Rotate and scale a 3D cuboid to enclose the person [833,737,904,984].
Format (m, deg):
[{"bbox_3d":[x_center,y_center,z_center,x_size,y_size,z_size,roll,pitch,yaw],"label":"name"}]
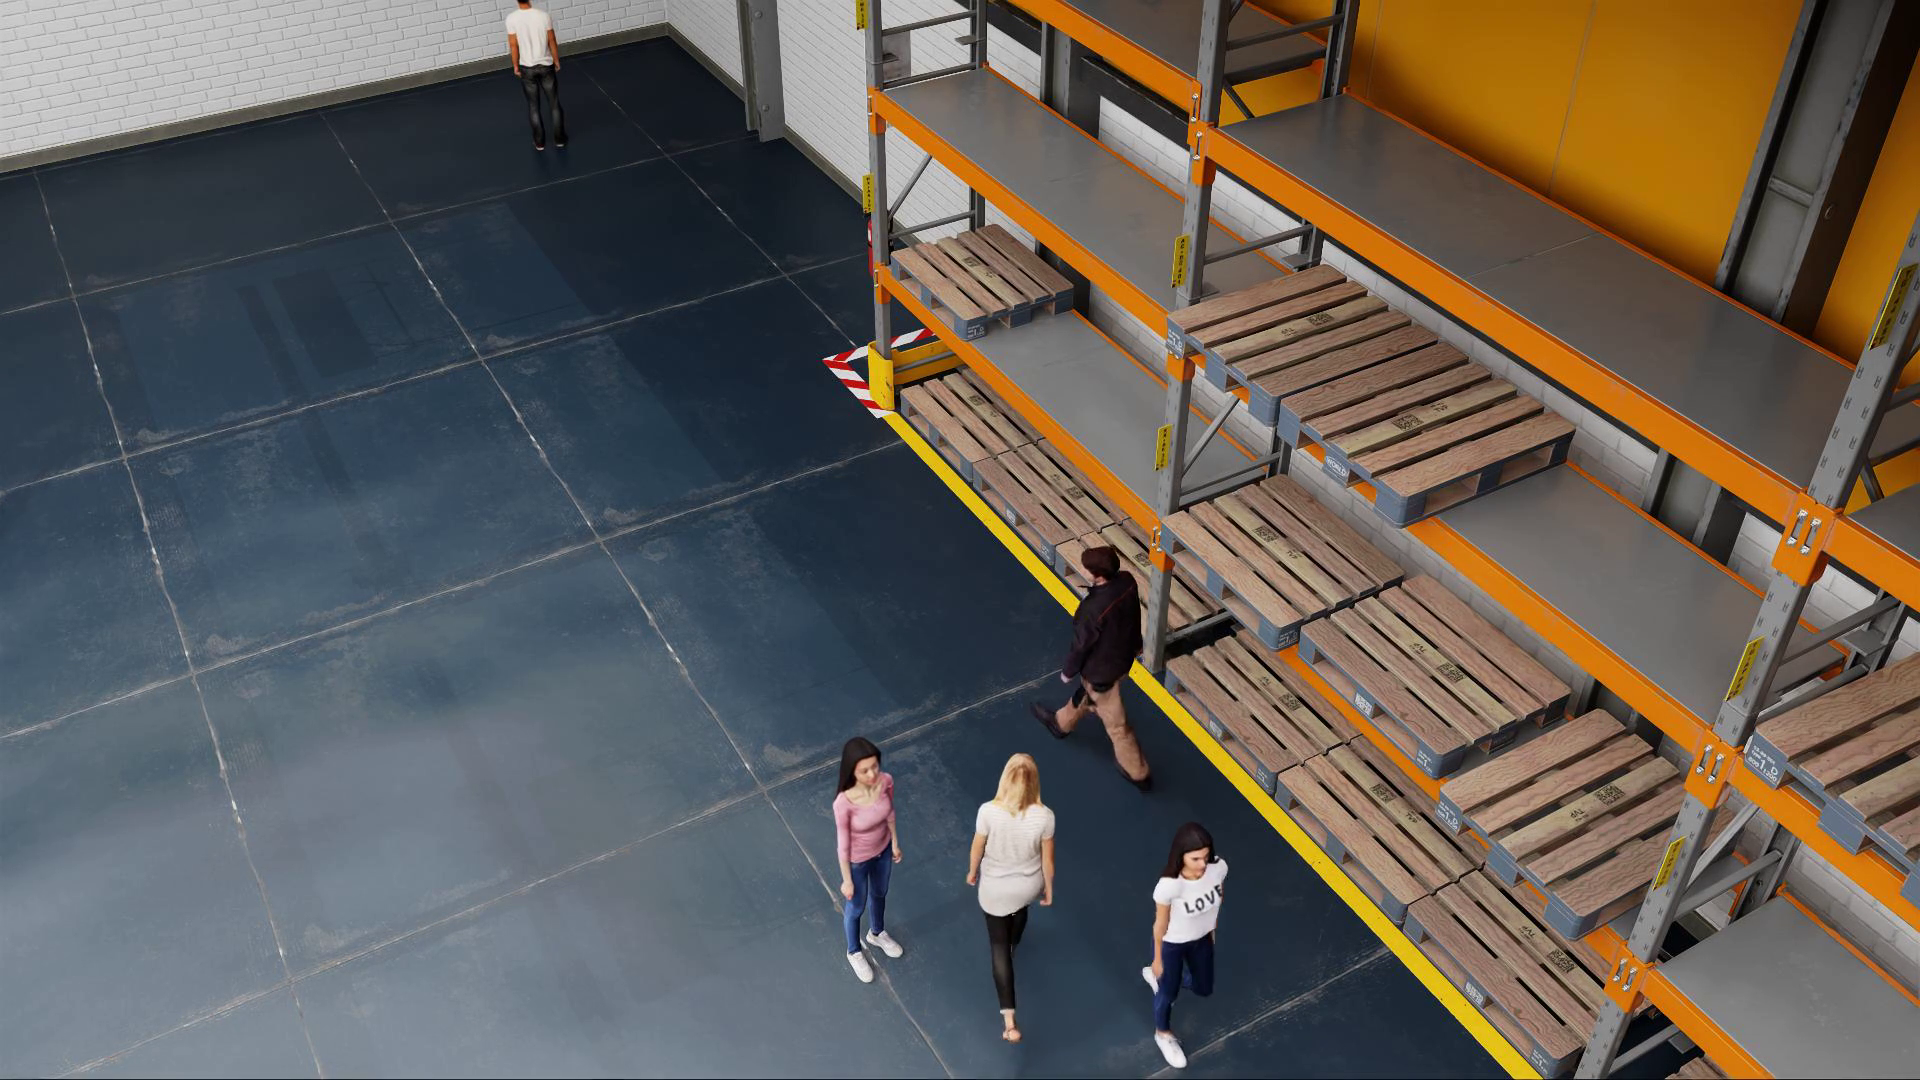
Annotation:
[{"bbox_3d":[-0.520,1.747,9.246,0.614,1.742,0.584,-31,48,-33],"label":"person"}]

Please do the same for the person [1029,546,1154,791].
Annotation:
[{"bbox_3d":[0.969,0.839,10.283,1.313,1.866,1.038,27,46,29],"label":"person"}]

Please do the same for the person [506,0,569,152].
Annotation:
[{"bbox_3d":[-4.517,-5.054,17.715,0.688,1.801,0.610,-11,40,-13],"label":"person"}]

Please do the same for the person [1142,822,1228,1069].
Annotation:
[{"bbox_3d":[1.124,2.077,8.812,0.593,1.768,0.748,-18,42,-21],"label":"person"}]

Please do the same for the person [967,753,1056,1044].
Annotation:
[{"bbox_3d":[0.287,1.942,8.965,0.946,1.789,1.244,-4,39,-5],"label":"person"}]
